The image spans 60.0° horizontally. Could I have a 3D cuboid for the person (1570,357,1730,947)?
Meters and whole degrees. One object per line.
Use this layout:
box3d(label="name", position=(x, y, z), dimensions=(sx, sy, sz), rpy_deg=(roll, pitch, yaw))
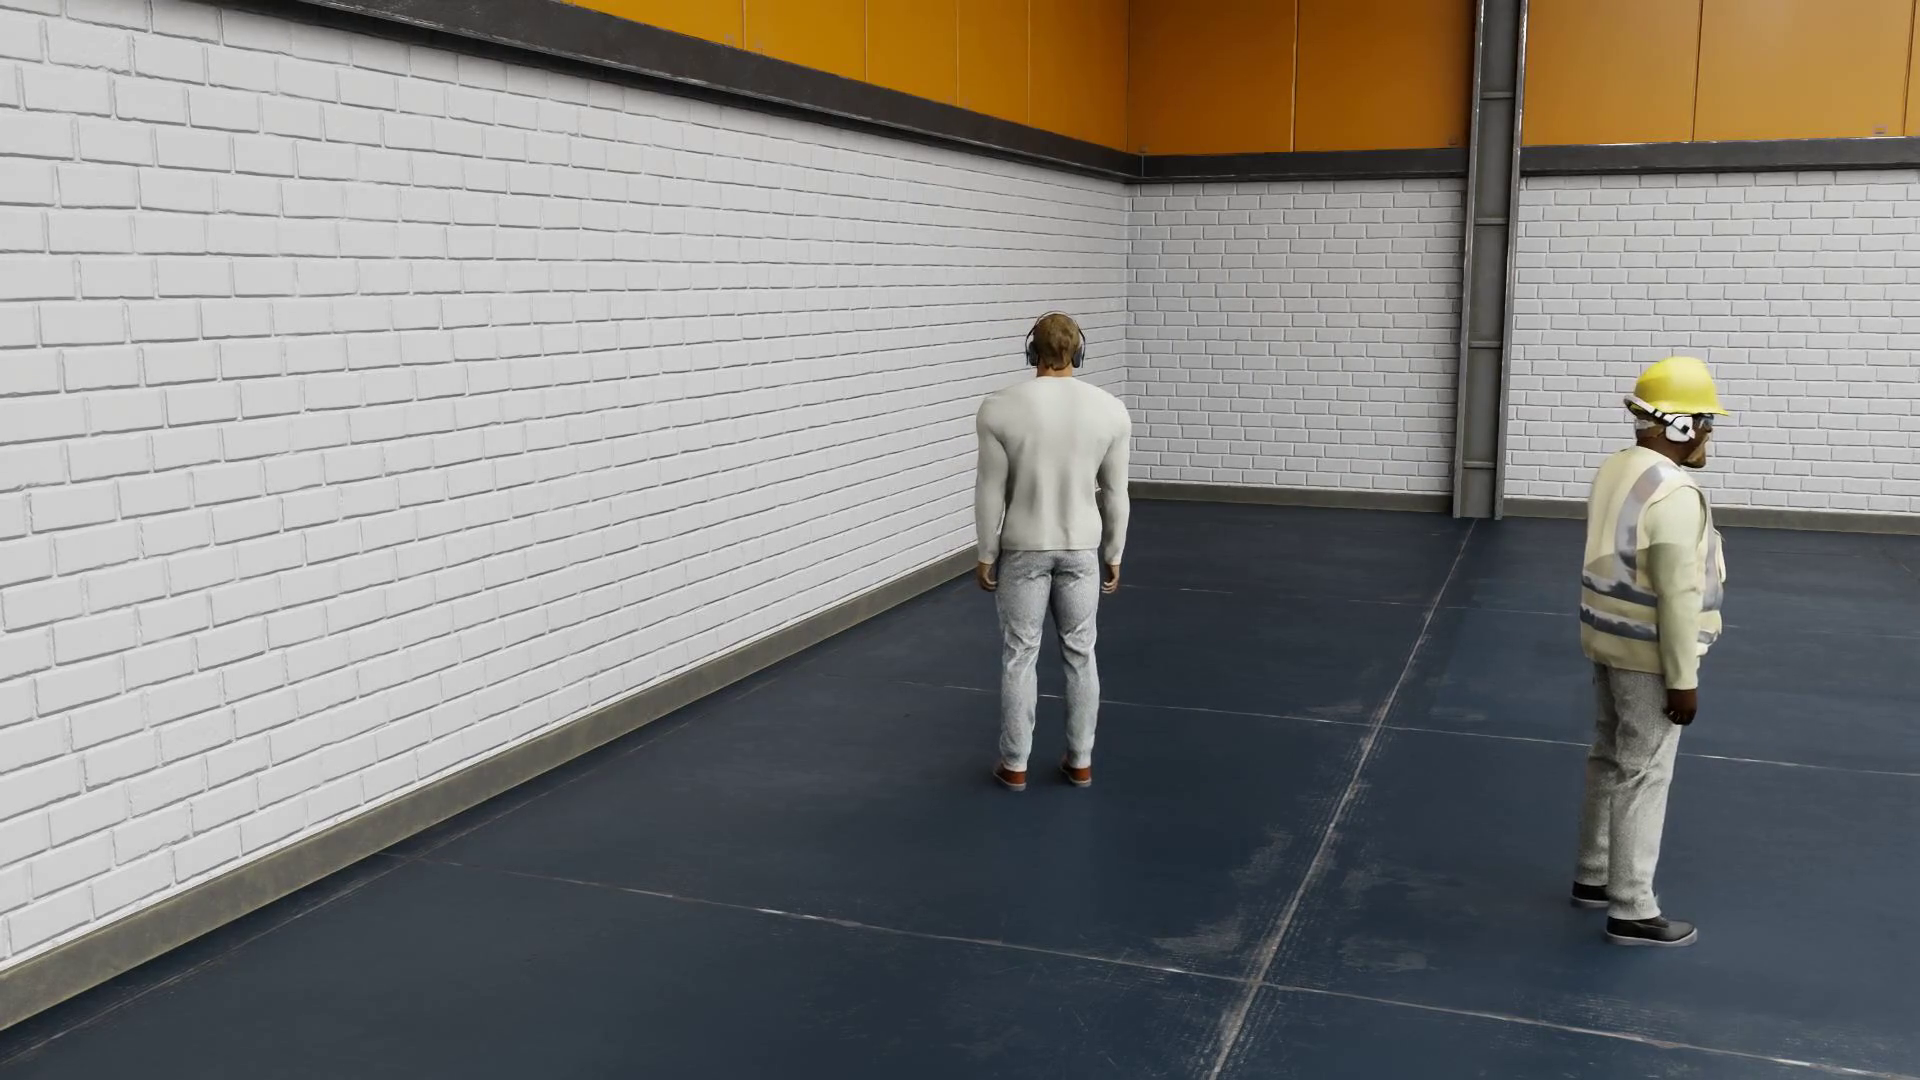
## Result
box3d(label="person", position=(2.158, 0.342, 5.210), dimensions=(0.403, 1.823, 0.595), rpy_deg=(0, 9, 2))

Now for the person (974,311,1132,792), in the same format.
box3d(label="person", position=(0.368, 0.053, 6.692), dimensions=(0.629, 1.934, 0.366), rpy_deg=(-1, 9, -7))
